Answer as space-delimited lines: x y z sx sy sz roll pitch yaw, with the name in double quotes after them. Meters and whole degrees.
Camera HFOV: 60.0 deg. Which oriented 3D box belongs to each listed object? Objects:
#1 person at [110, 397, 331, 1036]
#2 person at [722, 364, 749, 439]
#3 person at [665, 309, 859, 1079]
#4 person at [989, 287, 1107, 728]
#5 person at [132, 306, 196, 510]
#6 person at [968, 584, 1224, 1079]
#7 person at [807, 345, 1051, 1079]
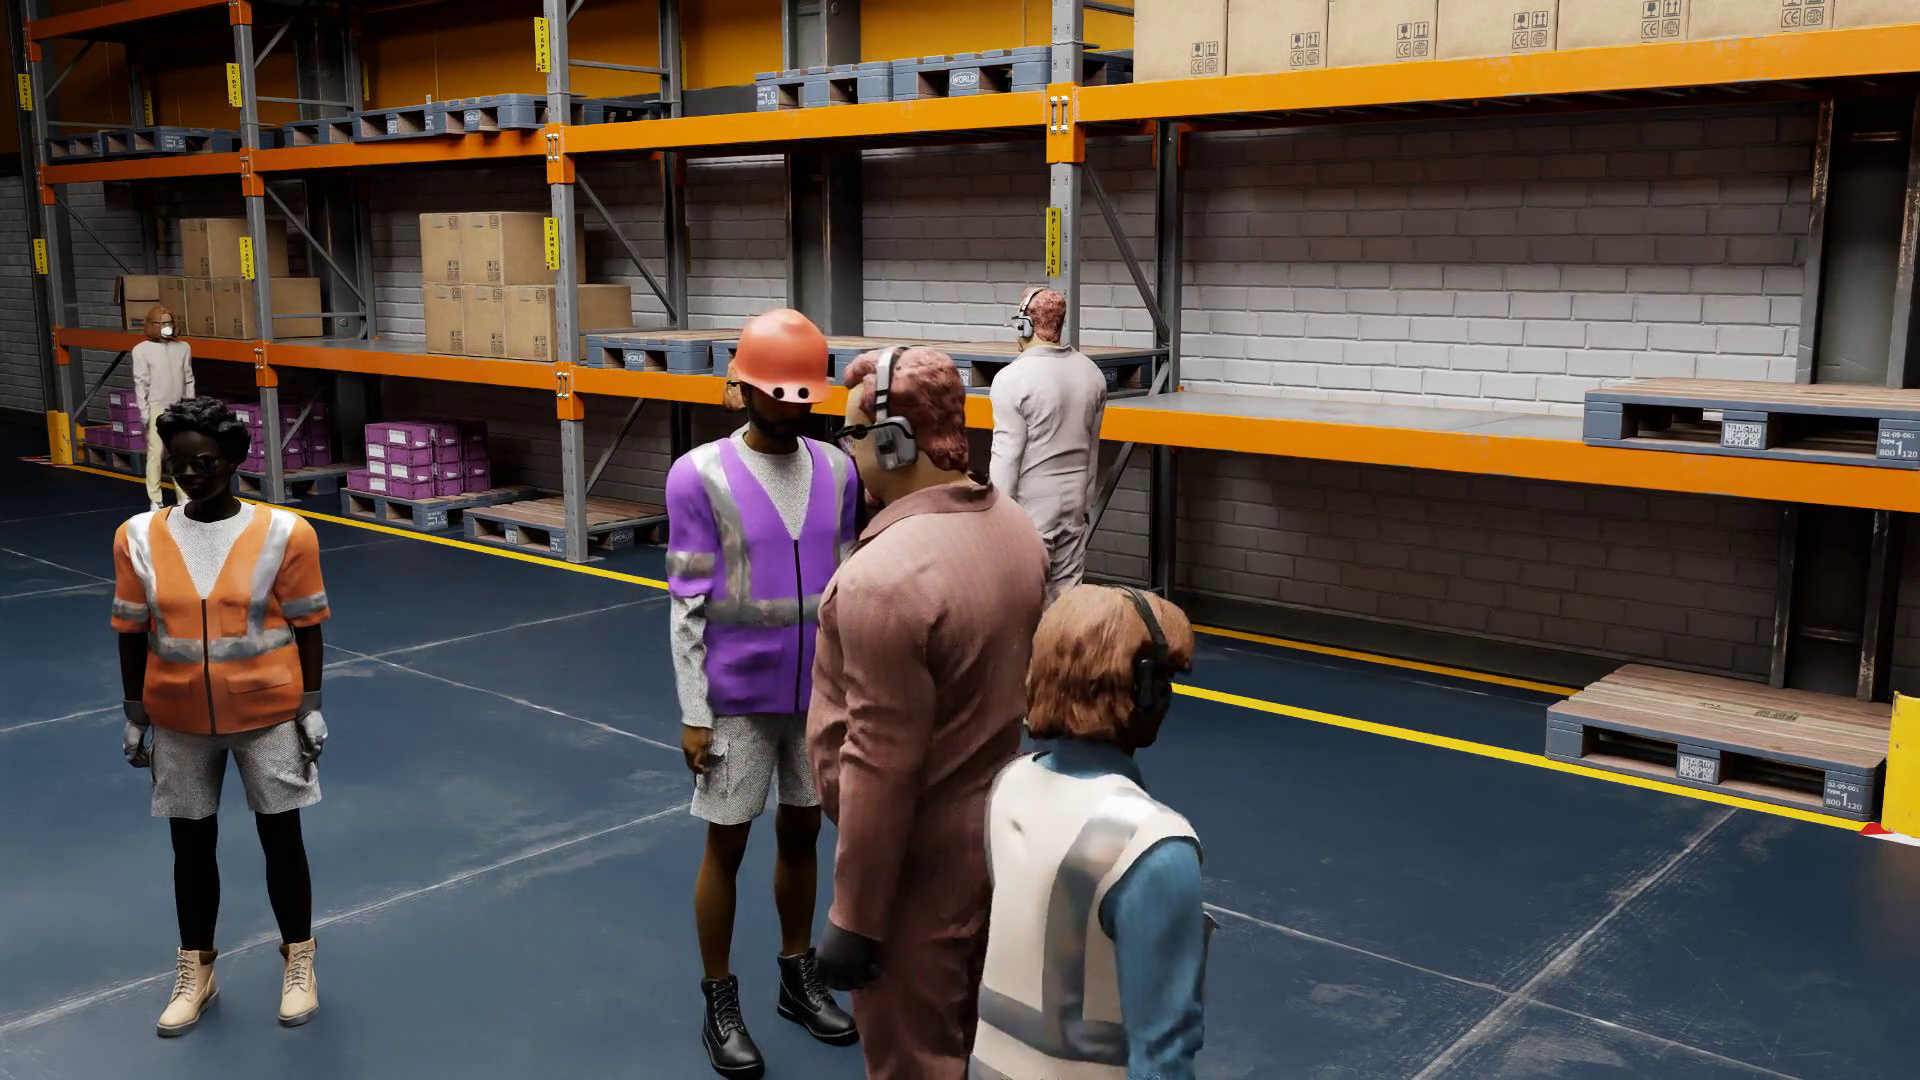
-1.944 0.466 4.404 0.541 1.696 0.315 -2 10 -10 "person"
-0.848 0.033 7.047 0.285 1.633 0.501 3 10 16 "person"
-0.463 0.384 4.221 0.542 1.927 0.379 -7 12 -36 "person"
0.337 -0.138 7.252 0.408 1.909 0.642 10 14 44 "person"
-6.229 -1.017 13.060 0.284 1.624 0.501 6 11 29 "person"
0.190 0.872 2.323 0.349 1.611 0.578 -3 10 -18 "person"
-0.085 0.589 3.127 0.409 1.903 0.639 4 11 23 "person"
